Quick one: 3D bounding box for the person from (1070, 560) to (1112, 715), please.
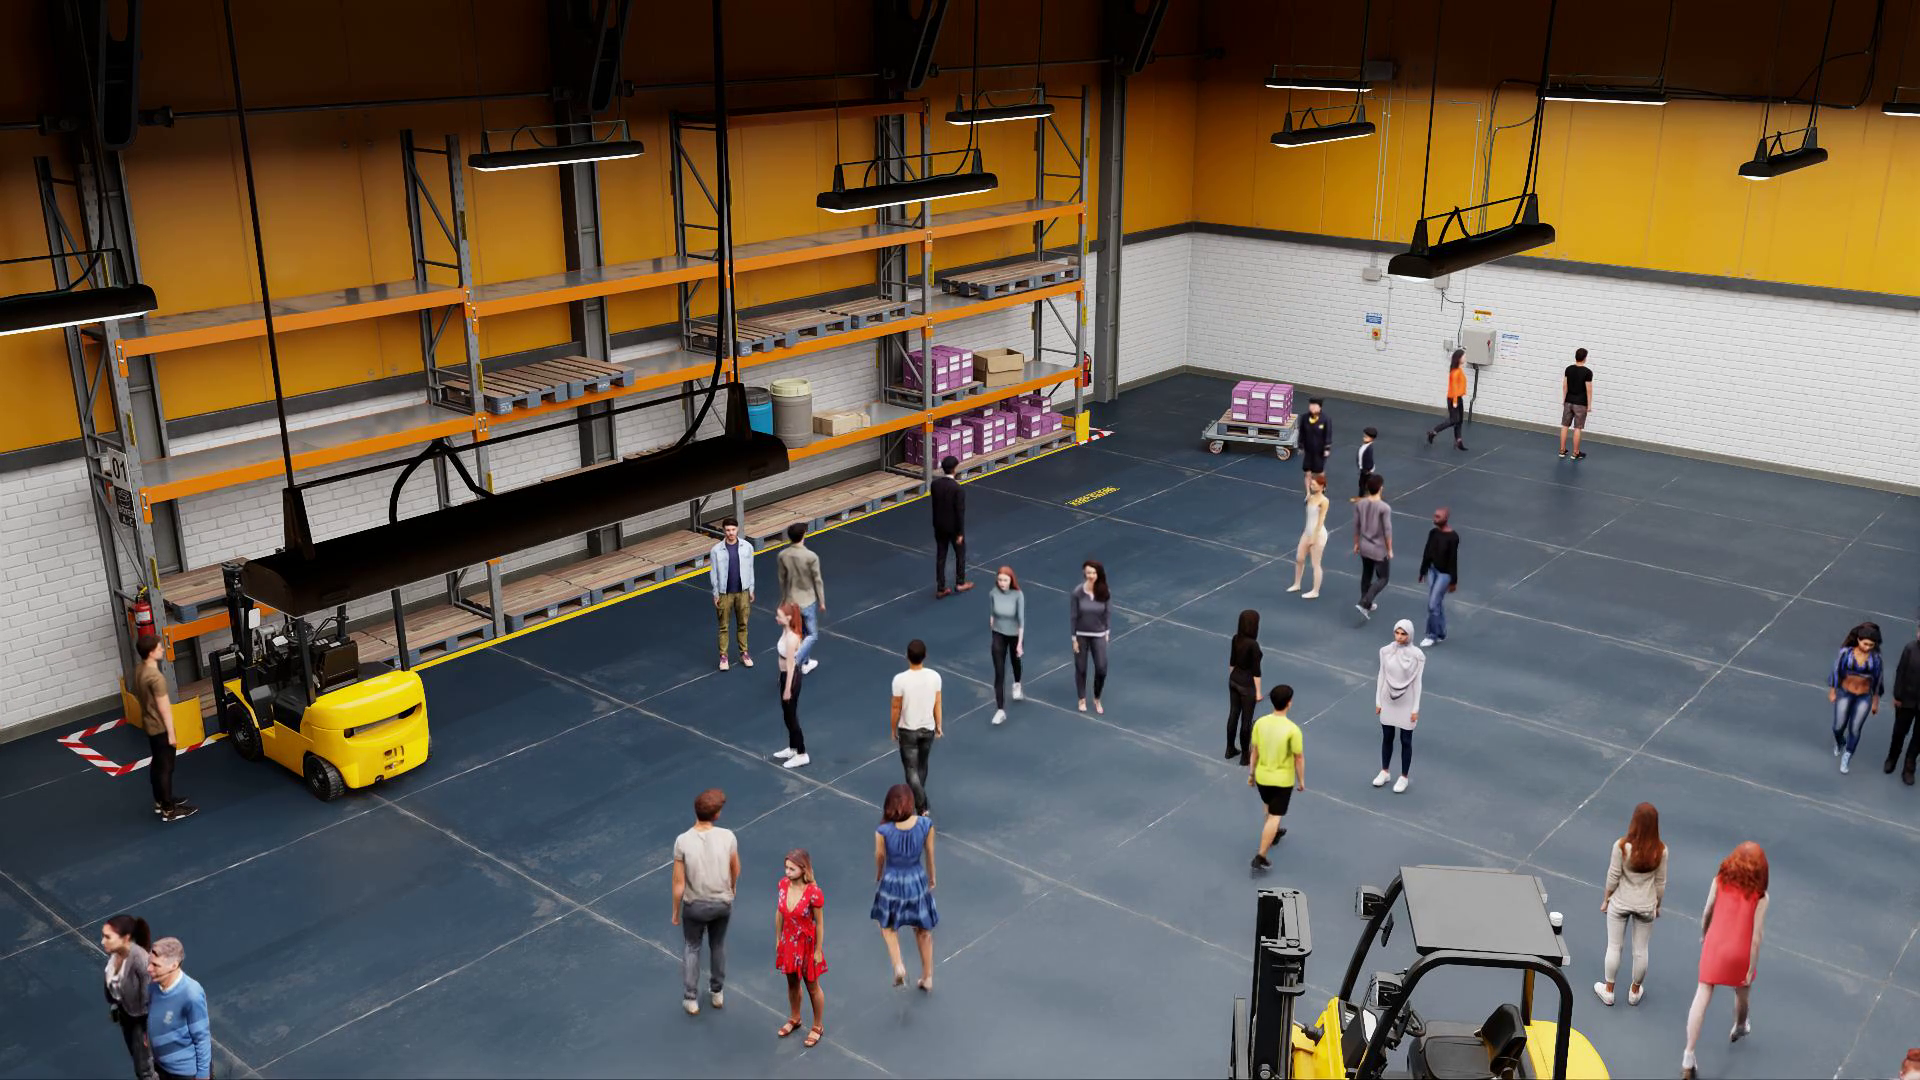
[{"bbox_3d":[1.384,1.018,18.115,0.761,1.753,0.821,-1,19,-4],"label":"person"}]

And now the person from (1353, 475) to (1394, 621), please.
[{"bbox_3d":[5.117,0.113,20.670,0.950,1.838,0.808,-15,24,-38],"label":"person"}]

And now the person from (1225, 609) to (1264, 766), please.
[{"bbox_3d":[2.878,1.482,16.912,0.610,1.642,0.639,-11,21,-29],"label":"person"}]

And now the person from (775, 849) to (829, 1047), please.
[{"bbox_3d":[-1.180,3.020,12.422,0.604,1.592,0.584,11,21,29],"label":"person"}]

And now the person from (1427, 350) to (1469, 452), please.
[{"bbox_3d":[8.323,-2.352,28.154,0.817,1.733,0.930,9,21,26],"label":"person"}]

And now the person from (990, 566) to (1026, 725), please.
[{"bbox_3d":[0.551,1.078,18.023,0.899,1.699,1.264,6,20,17],"label":"person"}]

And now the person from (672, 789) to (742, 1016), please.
[{"bbox_3d":[-1.895,2.797,12.657,0.810,1.866,0.894,-6,19,-17],"label":"person"}]

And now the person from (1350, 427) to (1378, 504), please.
[{"bbox_3d":[6.247,-1.146,25.387,0.813,1.213,0.758,-1,19,-2],"label":"person"}]

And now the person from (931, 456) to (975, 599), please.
[{"bbox_3d":[-0.210,-0.143,21.392,0.772,1.862,0.871,11,21,29],"label":"person"}]

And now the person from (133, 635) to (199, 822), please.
[{"bbox_3d":[-7.593,1.764,15.747,0.666,1.851,0.585,18,25,42],"label":"person"}]

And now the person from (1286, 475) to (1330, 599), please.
[{"bbox_3d":[4.629,-0.048,21.461,0.698,1.639,0.679,-8,20,-22],"label":"person"}]

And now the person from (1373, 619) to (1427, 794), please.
[{"bbox_3d":[4.319,1.609,16.325,0.627,1.775,0.562,12,22,31],"label":"person"}]

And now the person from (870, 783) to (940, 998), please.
[{"bbox_3d":[-0.422,2.765,12.875,0.810,1.787,0.887,-5,19,-15],"label":"person"}]

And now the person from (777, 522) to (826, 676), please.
[{"bbox_3d":[-1.828,0.728,18.822,0.864,1.852,1.088,8,20,23],"label":"person"}]

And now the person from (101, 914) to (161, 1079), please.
[{"bbox_3d":[-5.591,3.289,11.515,0.655,1.661,0.896,13,23,34],"label":"person"}]

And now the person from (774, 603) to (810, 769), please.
[{"bbox_3d":[-1.694,1.446,16.861,0.757,1.742,0.703,-3,19,-8],"label":"person"}]

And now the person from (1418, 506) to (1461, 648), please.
[{"bbox_3d":[5.811,0.420,19.921,0.818,1.734,0.738,-10,21,-27],"label":"person"}]

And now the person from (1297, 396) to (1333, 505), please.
[{"bbox_3d":[5.448,-1.374,25.366,0.724,1.660,0.803,13,22,33],"label":"person"}]

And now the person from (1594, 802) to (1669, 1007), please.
[{"bbox_3d":[5.201,2.813,12.845,0.686,1.715,0.704,3,19,10],"label":"person"}]

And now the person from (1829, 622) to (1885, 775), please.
[{"bbox_3d":[8.996,1.559,16.724,0.718,1.616,0.746,9,21,25],"label":"person"}]

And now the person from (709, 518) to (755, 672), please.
[{"bbox_3d":[-2.632,0.605,19.250,0.693,1.811,0.821,-7,20,-19],"label":"person"}]

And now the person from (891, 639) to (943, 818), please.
[{"bbox_3d":[-0.391,1.821,15.689,1.125,1.780,1.061,-6,20,-18],"label":"person"}]

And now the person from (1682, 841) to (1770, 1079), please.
[{"bbox_3d":[5.494,3.067,12.008,0.651,1.768,1.159,17,25,40],"label":"person"}]

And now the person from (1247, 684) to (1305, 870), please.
[{"bbox_3d":[2.793,2.148,14.889,0.696,1.670,1.111,13,23,34],"label":"person"}]

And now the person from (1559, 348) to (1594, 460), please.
[{"bbox_3d":[10.281,-2.295,27.785,0.616,1.861,0.693,-17,25,-40],"label":"person"}]

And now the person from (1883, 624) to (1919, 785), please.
[{"bbox_3d":[9.529,1.541,16.539,0.714,1.768,0.745,9,21,25],"label":"person"}]

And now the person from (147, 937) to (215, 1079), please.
[{"bbox_3d":[-5.097,3.403,10.927,0.701,1.820,0.653,9,21,25],"label":"person"}]
